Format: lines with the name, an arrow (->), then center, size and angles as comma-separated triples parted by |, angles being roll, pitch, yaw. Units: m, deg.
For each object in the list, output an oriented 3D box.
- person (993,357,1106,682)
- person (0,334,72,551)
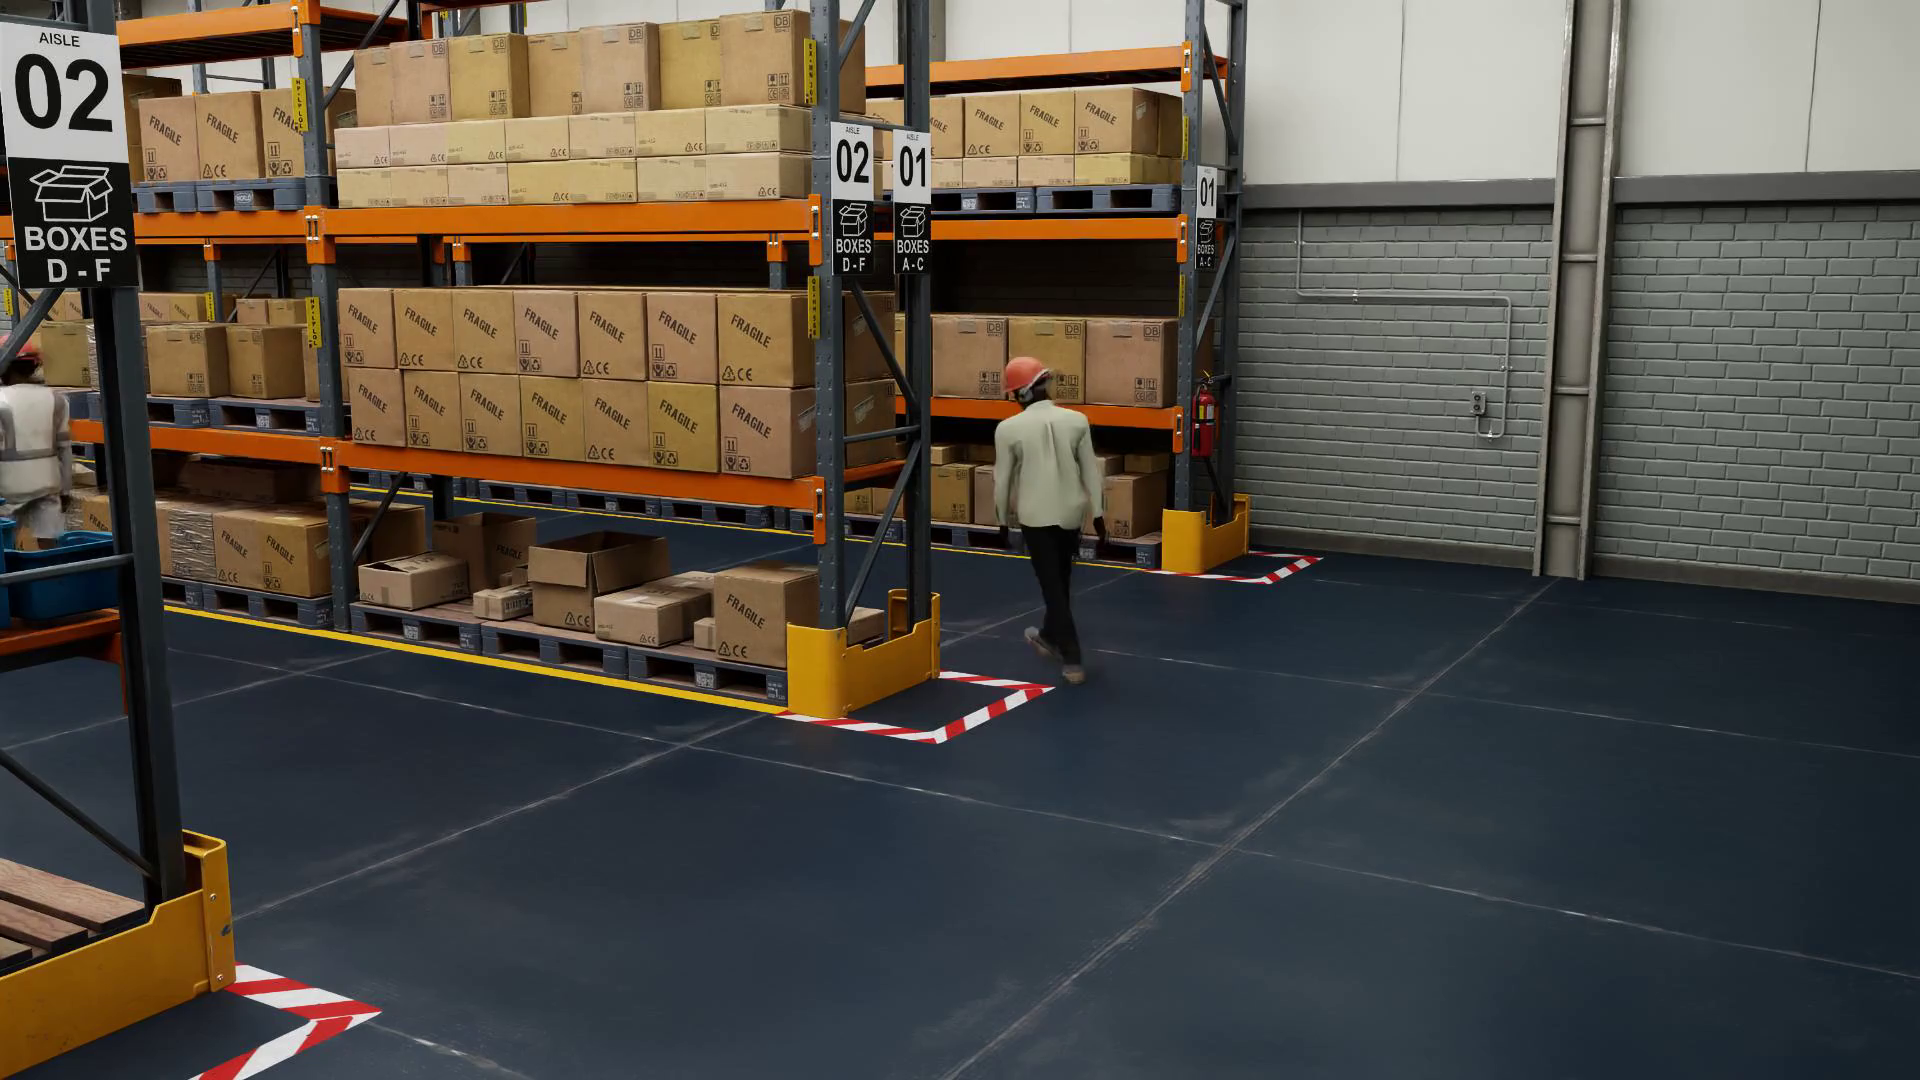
person -> 0.514, -0.144, 10.120 | 0.673, 1.924, 0.980 | -3, 10, -19
person -> -6.249, -0.349, 11.033 | 0.806, 2.017, 0.652 | 6, 11, 32
